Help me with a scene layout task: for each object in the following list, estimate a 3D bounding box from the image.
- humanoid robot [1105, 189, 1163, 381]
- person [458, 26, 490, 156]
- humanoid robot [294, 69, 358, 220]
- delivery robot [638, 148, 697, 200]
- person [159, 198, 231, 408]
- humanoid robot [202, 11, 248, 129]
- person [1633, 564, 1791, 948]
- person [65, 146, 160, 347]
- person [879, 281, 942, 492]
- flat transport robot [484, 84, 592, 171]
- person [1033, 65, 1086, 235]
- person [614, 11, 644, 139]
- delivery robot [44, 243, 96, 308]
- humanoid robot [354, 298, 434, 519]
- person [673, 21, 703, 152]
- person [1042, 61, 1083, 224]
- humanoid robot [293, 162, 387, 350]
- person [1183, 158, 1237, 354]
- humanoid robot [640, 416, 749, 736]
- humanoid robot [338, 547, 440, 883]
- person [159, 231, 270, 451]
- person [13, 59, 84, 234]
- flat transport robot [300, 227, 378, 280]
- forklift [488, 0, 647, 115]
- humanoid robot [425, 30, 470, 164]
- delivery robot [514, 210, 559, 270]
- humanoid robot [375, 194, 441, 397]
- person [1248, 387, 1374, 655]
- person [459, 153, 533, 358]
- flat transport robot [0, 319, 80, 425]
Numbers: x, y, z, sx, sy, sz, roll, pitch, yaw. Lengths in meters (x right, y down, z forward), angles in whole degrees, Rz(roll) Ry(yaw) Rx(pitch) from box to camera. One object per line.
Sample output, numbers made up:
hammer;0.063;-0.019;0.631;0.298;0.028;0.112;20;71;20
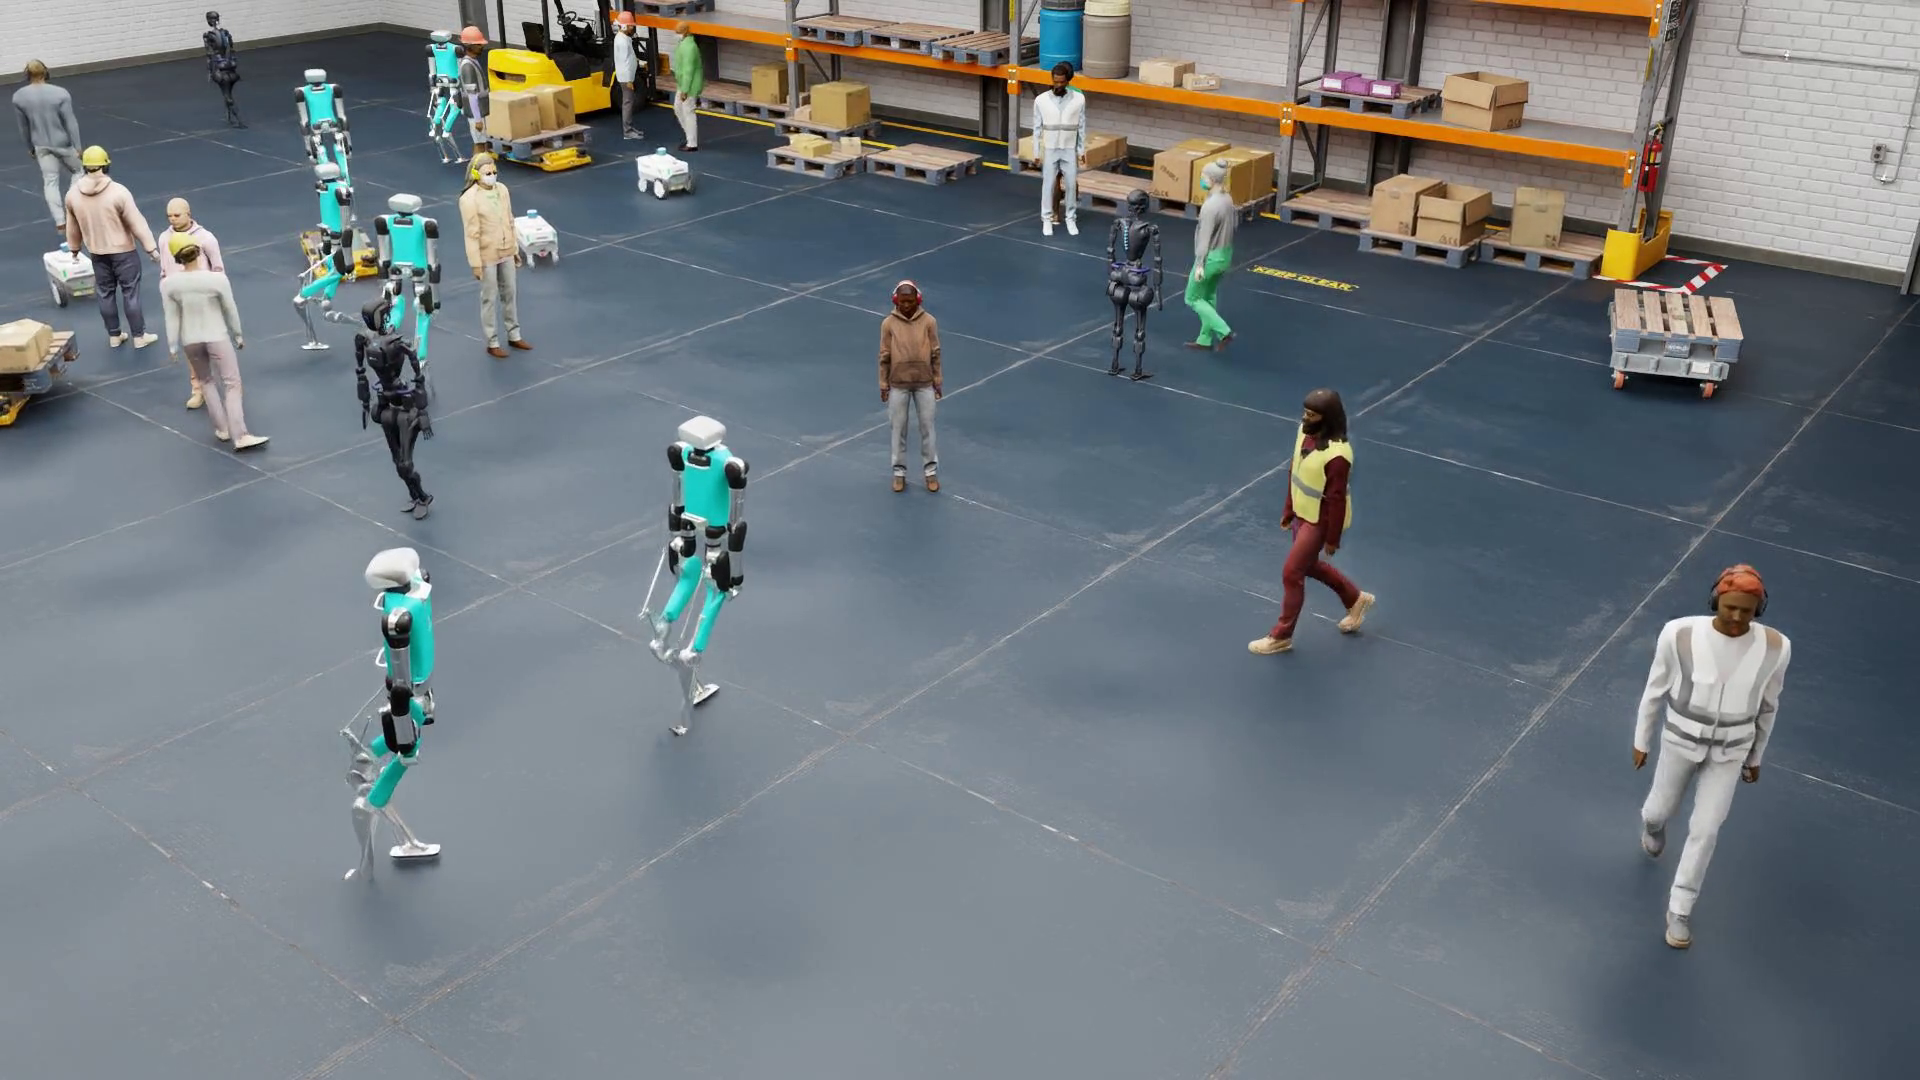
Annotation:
humanoid robot;1.508;-2.249;14.592;0.599;1.657;0.315;20;32;36
person;-5.884;-5.244;20.396;0.389;2.040;0.613;-6;26;-12
humanoid robot;-7.239;-4.466;19.157;0.531;1.795;0.735;-13;29;-25
delivery robot;-3.677;-4.559;20.698;0.499;0.608;0.798;-23;34;-39
person;-6.384;-1.990;13.951;0.524;1.783;0.402;-1;26;-3
humanoid robot;-10.703;-6.798;24.054;0.643;1.634;0.612;9;27;18
person;3.478;0.933;7.810;0.584;1.860;0.787;7;27;15
person;-7.797;-2.670;15.280;0.811;1.855;0.436;0;26;0
person;-0.368;-1.149;12.368;0.474;1.641;0.336;-2;26;-4
flat transport robot;-5.690;-5.191;22.320;1.431;0.231;0.659;18;31;33
person;1.118;-4.413;18.834;0.596;1.906;0.402;-2;26;-4
person;-4.667;-6.532;23.431;0.351;1.719;0.571;-6;26;-12
delivery robot;-8.973;-2.694;16.827;0.499;0.601;0.796;-21;33;-36
humanoid robot;-4.039;-0.957;11.930;0.609;1.643;0.409;9;27;18
person;-3.708;-6.167;22.628;0.421;1.769;0.579;-9;27;-19
person;1.202;-4.588;19.256;0.506;1.848;0.385;-13;29;-26
humanoid robot;-5.822;-2.518;15.142;1.065;1.742;0.549;-22;34;-38
person;2.298;-2.551;15.041;0.486;1.834;0.541;16;30;29
humanoid robot;-1.567;0.279;9.425;0.544;1.885;0.799;15;30;29
humanoid robot;-2.864;0.924;8.096;0.769;1.900;0.551;-2;26;-4
person;-5.923;-1.562;13.146;0.629;1.717;0.554;-3;26;-6
person;-10.344;-4.506;19.003;0.668;1.910;0.762;-4;26;-8
flat transport robot;-6.720;-3.110;18.012;0.659;0.231;1.431;-12;28;-23
forklift;-5.874;-7.334;24.552;1.214;2.155;2.313;19;32;34
humanoid robot;-6.712;-5.700;21.534;0.533;1.677;0.735;6;26;13
delivery robot;-4.613;-3.274;18.030;0.499;0.602;0.802;-12;28;-24
humanoid robot;-4.640;-1.908;13.905;0.564;1.836;0.774;2;26;3
person;2.217;-0.128;10.140;0.792;1.743;0.463;-6;26;-11
person;-4.247;-2.583;15.094;0.405;1.867;0.565;16;30;29
flat transport robot;-8.297;-1.294;14.251;0.659;0.231;1.431;-5;26;-9
